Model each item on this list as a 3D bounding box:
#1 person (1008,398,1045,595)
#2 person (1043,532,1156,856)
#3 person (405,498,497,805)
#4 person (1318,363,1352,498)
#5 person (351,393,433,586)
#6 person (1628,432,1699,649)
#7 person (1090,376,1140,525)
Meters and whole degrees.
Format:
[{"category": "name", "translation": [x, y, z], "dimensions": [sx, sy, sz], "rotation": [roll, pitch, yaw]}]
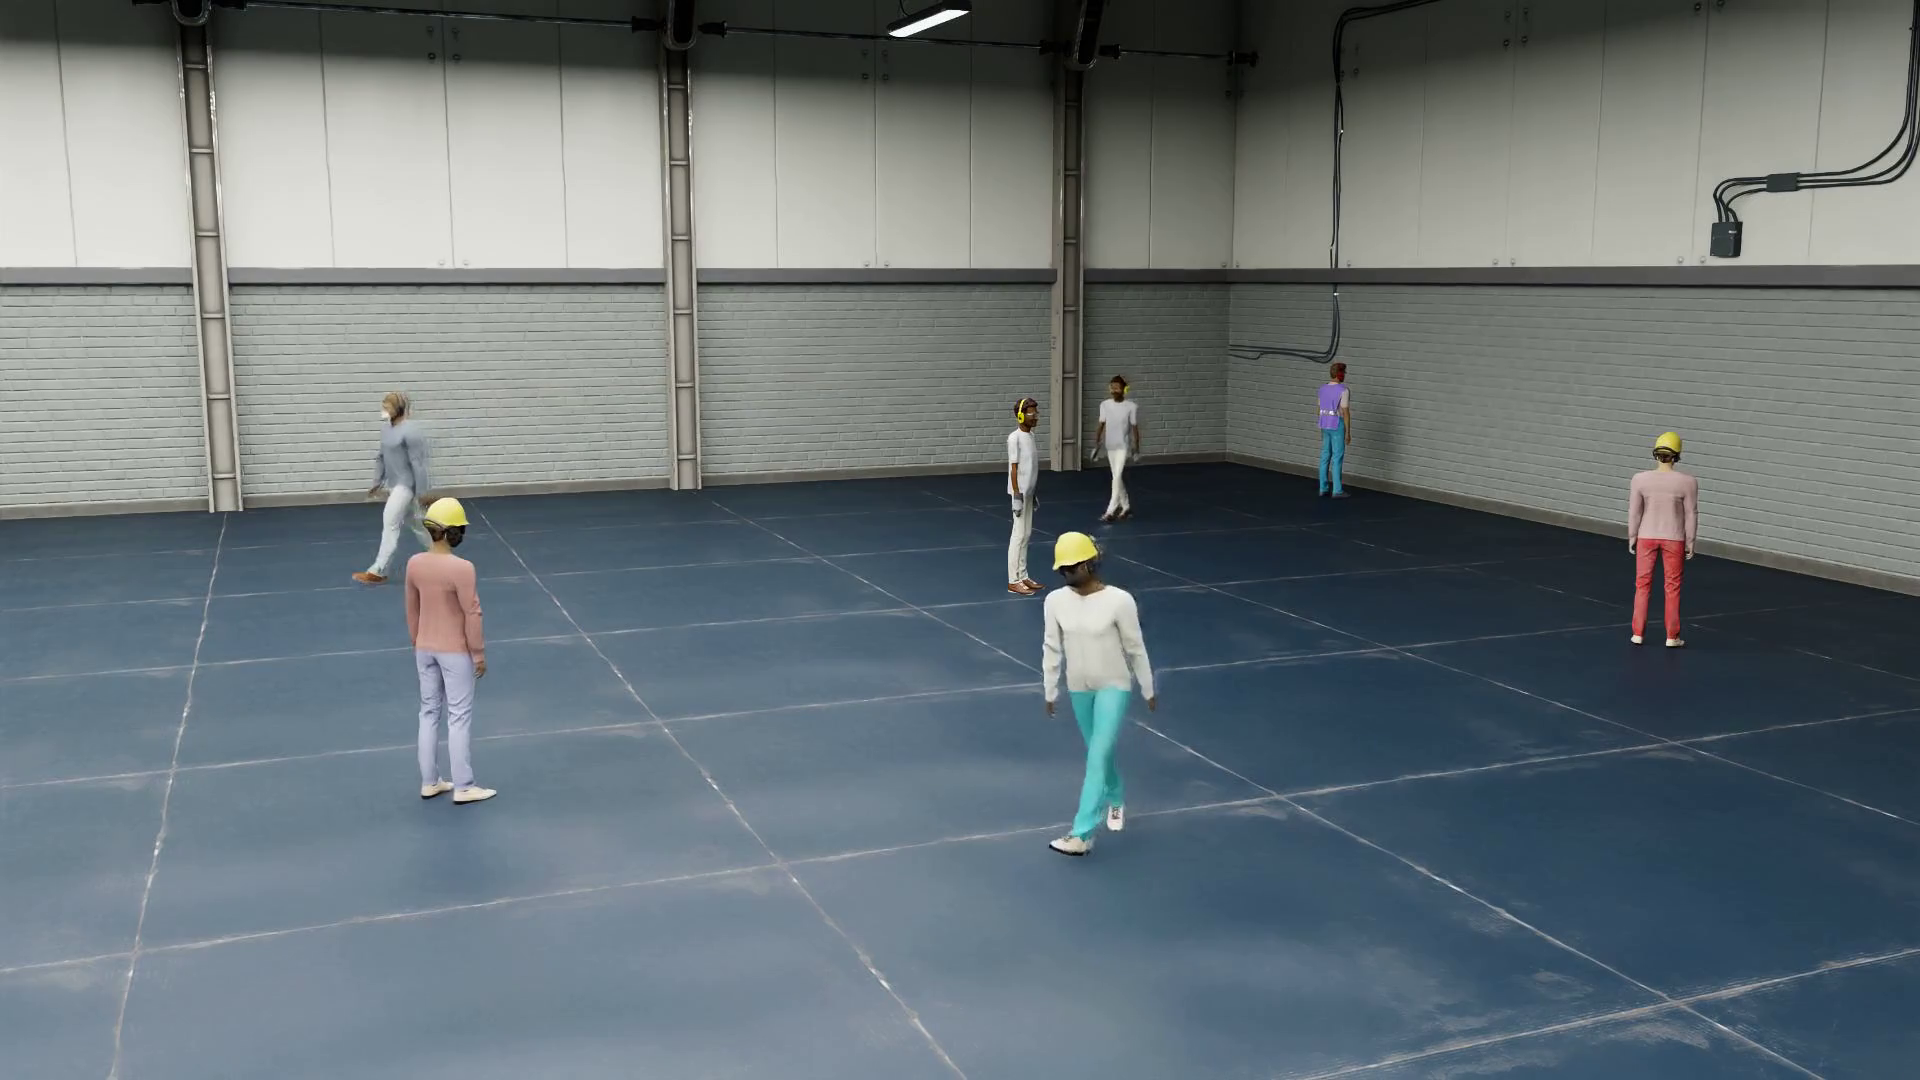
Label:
[{"category": "person", "translation": [0.629, -0.423, 15.906], "dimensions": [0.327, 1.872, 0.516], "rotation": [3, 10, 21]}, {"category": "person", "translation": [0.724, 0.790, 8.815], "dimensions": [0.591, 1.697, 0.917], "rotation": [5, 10, 30]}, {"category": "person", "translation": [-2.943, 0.635, 9.596], "dimensions": [0.533, 1.765, 0.330], "rotation": [5, 10, 28]}, {"category": "person", "translation": [5.101, -1.491, 22.693], "dimensions": [0.386, 1.843, 0.567], "rotation": [-5, 10, -30]}, {"category": "person", "translation": [-5.551, -0.512, 16.452], "dimensions": [1.038, 1.888, 0.638], "rotation": [-7, 12, -39]}, {"category": "person", "translation": [5.726, 0.002, 13.566], "dimensions": [0.532, 1.768, 0.311], "rotation": [5, 10, 30]}, {"category": "person", "translation": [1.919, -1.110, 20.405], "dimensions": [0.513, 1.815, 1.002], "rotation": [6, 11, 35]}]
